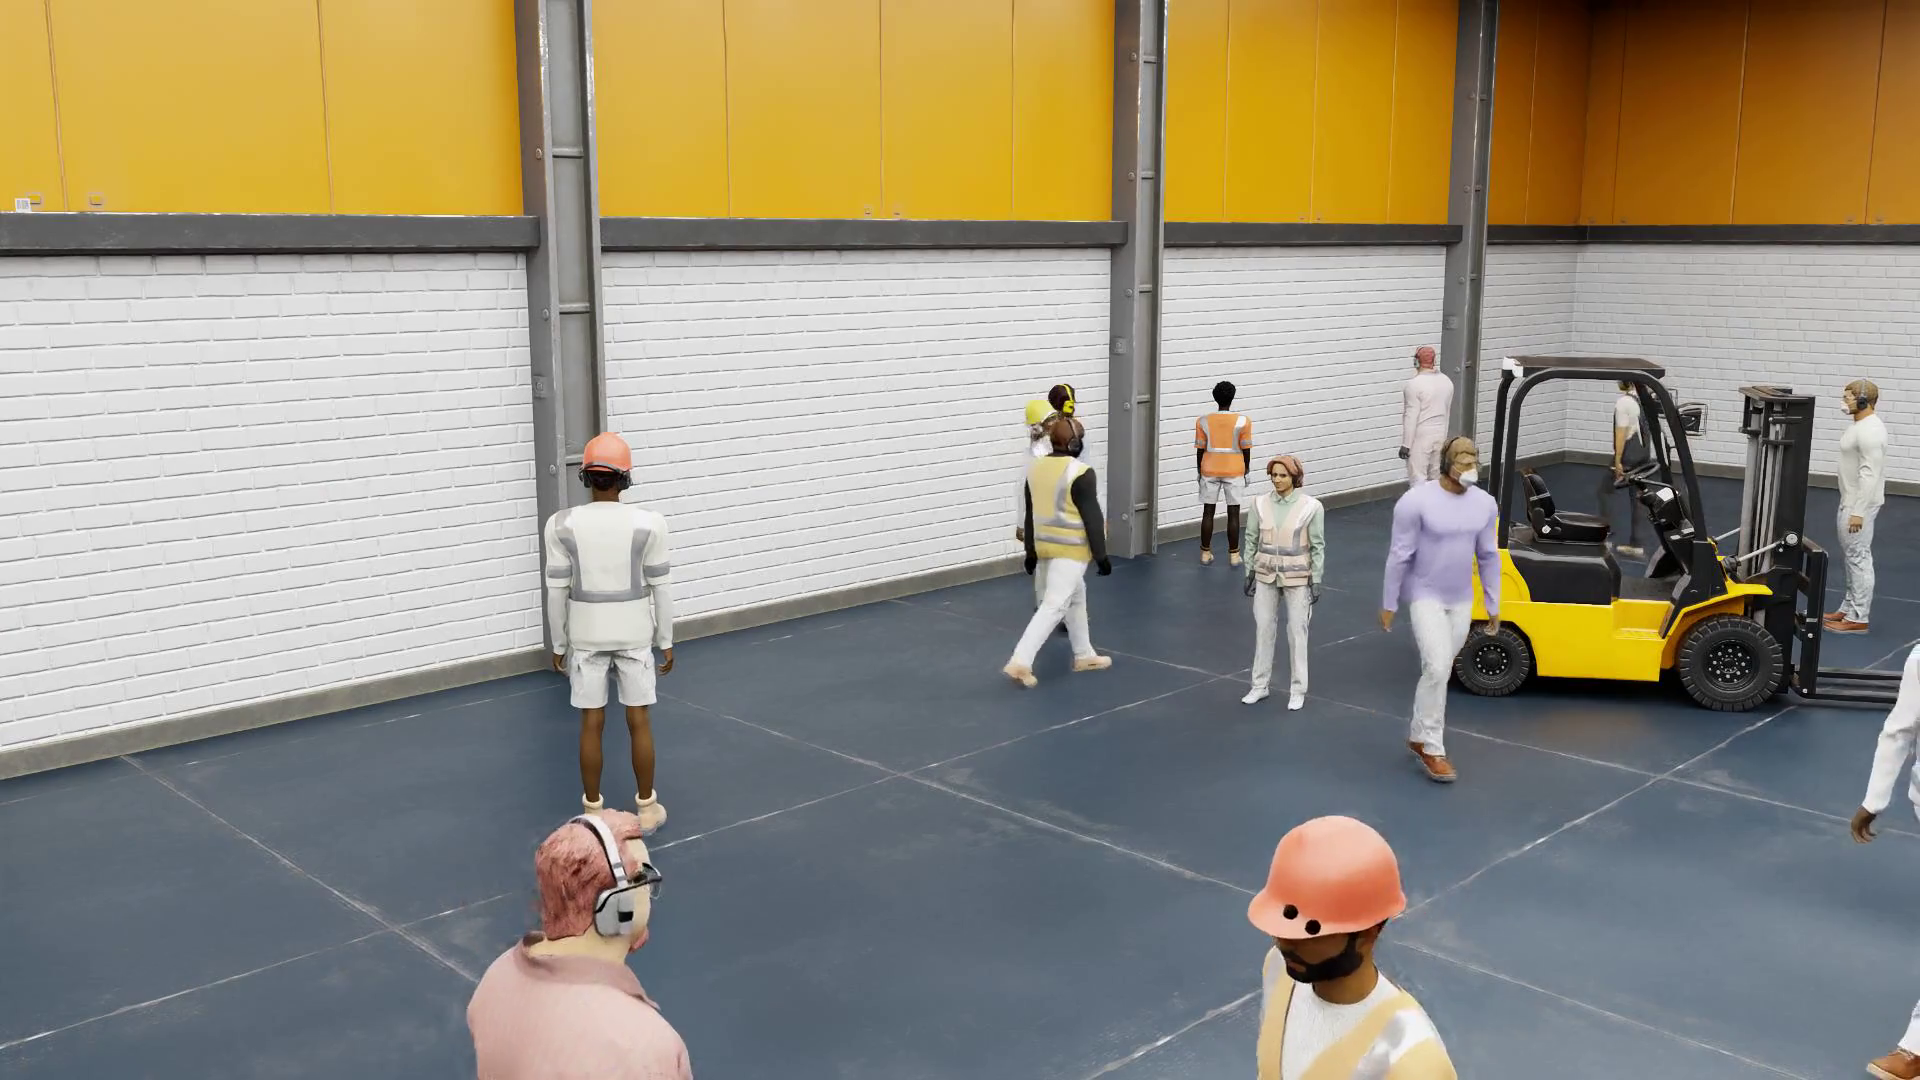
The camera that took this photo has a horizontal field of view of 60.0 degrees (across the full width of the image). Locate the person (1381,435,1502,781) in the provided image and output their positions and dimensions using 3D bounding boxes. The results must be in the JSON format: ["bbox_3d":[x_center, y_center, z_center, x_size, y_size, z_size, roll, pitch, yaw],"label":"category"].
[{"bbox_3d":[2.726,0.377,9.226,0.658,1.912,0.752,-4,11,-20],"label":"person"}]

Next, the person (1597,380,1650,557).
[{"bbox_3d":[6.263,-0.771,15.728,0.536,1.819,0.698,-6,12,-29],"label":"person"}]

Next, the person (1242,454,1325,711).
[{"bbox_3d":[2.055,0.266,10.592,0.523,1.638,0.310,6,12,30],"label":"person"}]

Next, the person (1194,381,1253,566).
[{"bbox_3d":[2.402,-0.605,15.201,0.532,1.694,0.320,4,11,20],"label":"person"}]

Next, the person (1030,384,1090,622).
[{"bbox_3d":[0.770,-0.281,12.964,0.528,1.863,0.313,7,12,33],"label":"person"}]

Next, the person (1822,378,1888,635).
[{"bbox_3d":[6.796,-0.253,12.602,0.359,1.938,0.632,4,11,23],"label":"person"}]

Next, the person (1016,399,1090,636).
[{"bbox_3d":[0.678,-0.182,12.641,0.651,1.779,0.791,-8,13,-36],"label":"person"}]

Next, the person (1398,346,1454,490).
[{"bbox_3d":[4.661,-1.003,16.792,0.643,1.905,0.399,-7,13,-34],"label":"person"}]

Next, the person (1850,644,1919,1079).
[{"bbox_3d":[3.660,1.009,6.042,1.003,1.835,0.592,-5,12,-26],"label":"person"}]

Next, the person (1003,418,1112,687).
[{"bbox_3d":[0.655,0.076,11.210,0.959,1.803,0.626,-6,12,-29],"label":"person"}]

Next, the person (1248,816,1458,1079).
[{"bbox_3d":[0.766,1.451,3.340,0.502,1.925,0.556,-4,11,-20],"label":"person"}]

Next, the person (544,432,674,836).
[{"bbox_3d":[-1.739,0.480,8.318,0.614,2.042,0.373,-1,10,-7],"label":"person"}]

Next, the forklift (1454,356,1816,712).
[{"bbox_3d":[4.276,-0.101,11.076,2.313,2.155,1.214,2,11,13],"label":"forklift"}]

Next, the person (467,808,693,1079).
[{"bbox_3d":[-0.737,1.472,3.321,0.490,1.892,0.665,-8,13,-39],"label":"person"}]
